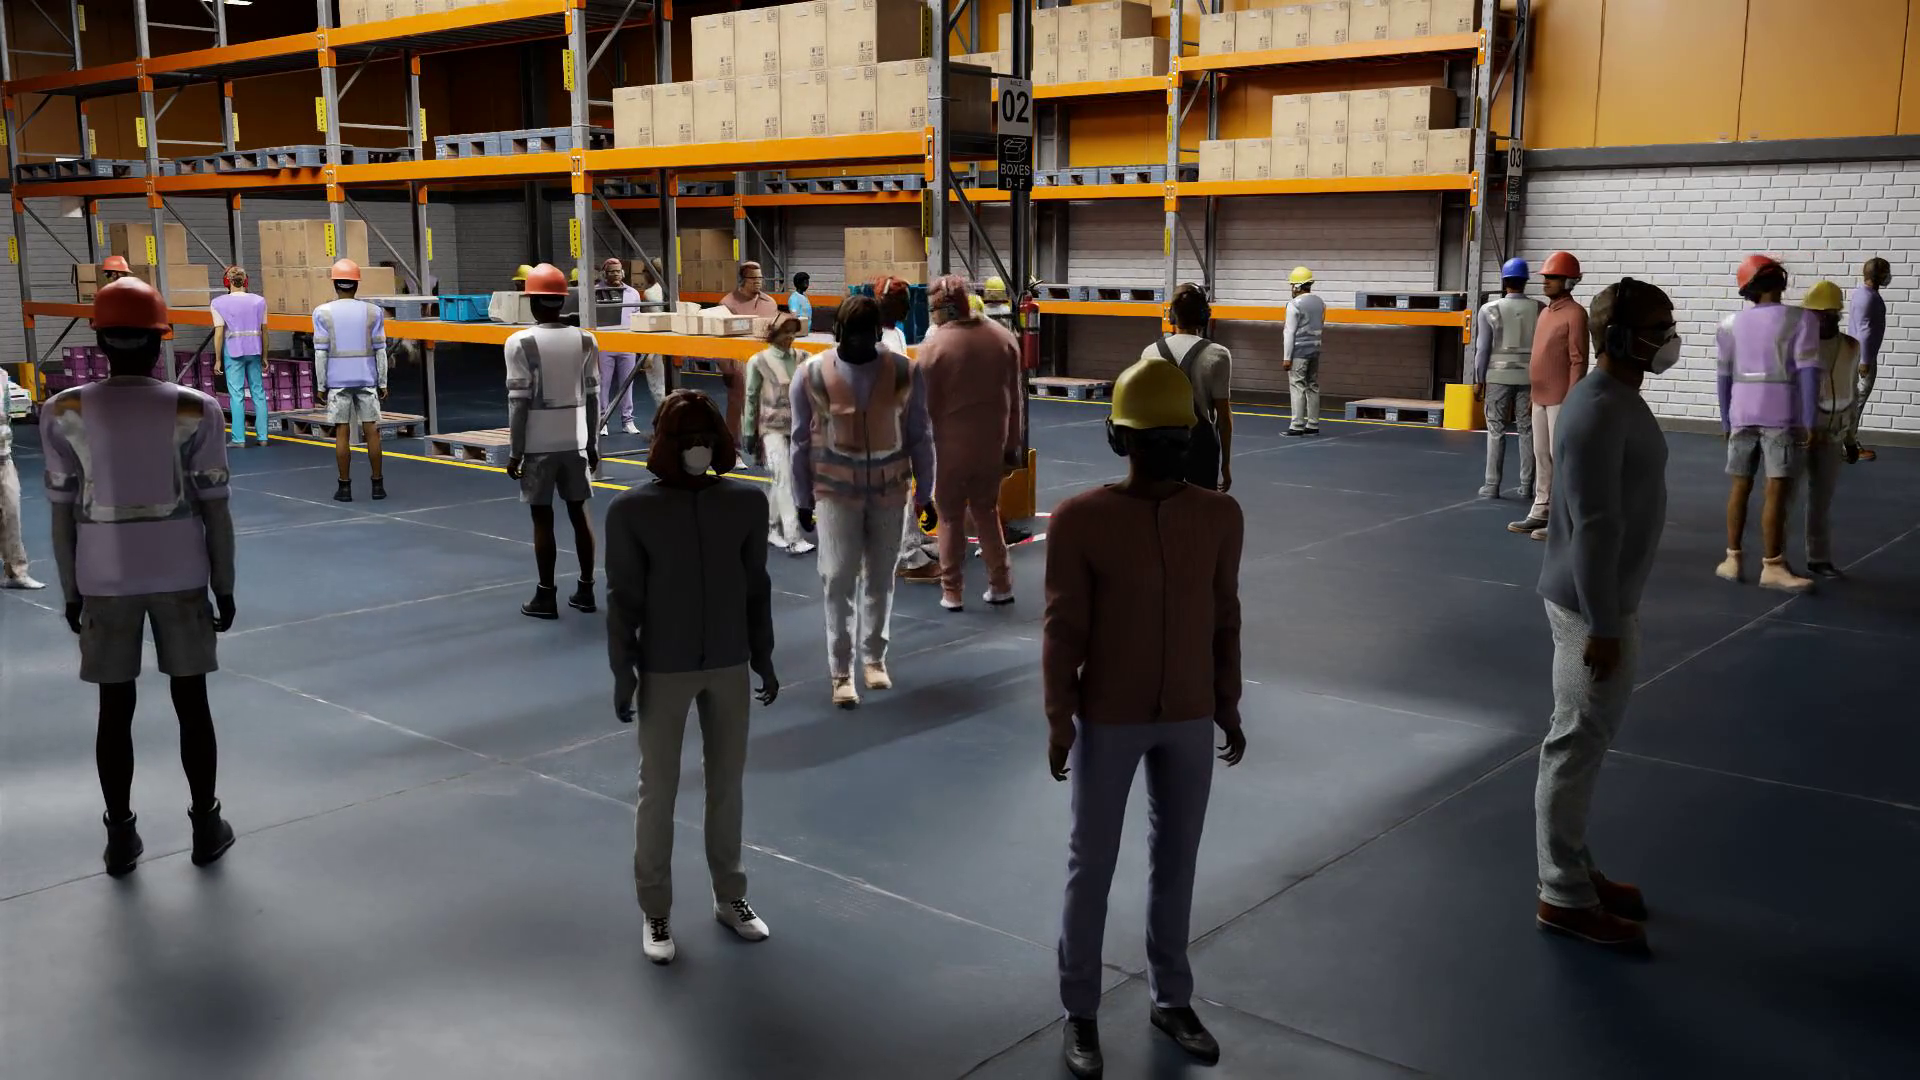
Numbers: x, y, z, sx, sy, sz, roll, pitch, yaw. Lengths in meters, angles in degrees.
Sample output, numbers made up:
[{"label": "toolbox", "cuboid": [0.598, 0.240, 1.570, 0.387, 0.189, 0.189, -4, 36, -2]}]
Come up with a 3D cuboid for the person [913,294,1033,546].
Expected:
[{"label": "person", "cuboid": [0.010, -0.804, 11.280, 0.941, 1.708, 0.538, 1, 10, 7]}]

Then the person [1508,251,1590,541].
[{"label": "person", "cuboid": [4.136, -0.999, 11.590, 0.372, 1.997, 0.622, -1, 10, -7]}]

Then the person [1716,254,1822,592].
[{"label": "person", "cuboid": [4.887, -0.702, 9.959, 0.419, 1.997, 0.790, -7, 12, -33]}]

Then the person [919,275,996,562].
[{"label": "person", "cuboid": [-0.025, -0.764, 10.700, 0.689, 1.843, 0.964, 9, 13, 41]}]

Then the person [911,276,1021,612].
[{"label": "person", "cuboid": [0.015, -0.512, 9.200, 0.672, 1.877, 0.475, -5, 11, -27]}]

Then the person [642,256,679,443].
[{"label": "person", "cuboid": [-3.116, -1.971, 17.292, 0.353, 1.937, 0.635, 2, 10, 12]}]

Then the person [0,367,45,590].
[{"label": "person", "cuboid": [-5.828, -0.495, 9.804, 0.675, 1.614, 0.520, 4, 11, 20]}]

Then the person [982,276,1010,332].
[{"label": "person", "cuboid": [0.387, -1.887, 17.410, 0.507, 1.717, 0.718, 2, 10, 12]}]

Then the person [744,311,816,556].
[{"label": "person", "cuboid": [-1.104, -0.695, 10.977, 0.504, 1.592, 0.843, -9, 13, -40]}]

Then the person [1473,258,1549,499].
[{"label": "person", "cuboid": [4.453, -1.296, 13.449, 0.605, 1.939, 0.411, 0, 10, 2]}]

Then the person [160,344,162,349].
[{"label": "person", "cuboid": [-12.195, -3.303, 25.031, 0.343, 1.882, 0.585, 9, 13, 42]}]

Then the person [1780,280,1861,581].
[{"label": "person", "cuboid": [5.186, -0.657, 10.123, 0.597, 1.831, 0.404, -1, 10, -5]}]

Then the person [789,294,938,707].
[{"label": "person", "cuboid": [-0.417, -0.175, 7.421, 0.640, 1.818, 0.733, -2, 10, -13]}]

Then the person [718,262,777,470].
[{"label": "person", "cuboid": [-1.916, -1.593, 15.274, 0.637, 1.899, 0.395, -9, 13, -40]}]

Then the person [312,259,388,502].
[{"label": "person", "cuboid": [-4.877, -1.274, 13.330, 0.553, 1.935, 0.362, -5, 11, -27]}]

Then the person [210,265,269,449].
[{"label": "person", "cuboid": [-7.244, -1.837, 16.793, 0.387, 1.846, 0.566, 8, 13, 40]}]

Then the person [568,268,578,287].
[{"label": "person", "cuboid": [-4.857, -2.604, 21.397, 0.315, 1.766, 0.523, 3, 10, 18]}]

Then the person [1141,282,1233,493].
[{"label": "person", "cuboid": [1.191, -0.422, 8.740, 0.506, 1.846, 0.344, 5, 11, 27]}]

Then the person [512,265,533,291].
[{"label": "person", "cuboid": [-4.806, -2.145, 18.578, 0.403, 1.835, 0.588, -7, 12, -34]}]

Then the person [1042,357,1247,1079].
[{"label": "person", "cuboid": [0.460, 0.437, 4.074, 0.535, 1.767, 0.315, -3, 10, -18]}]

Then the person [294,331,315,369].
[{"label": "person", "cuboid": [-10.873, -3.853, 27.717, 0.698, 2.000, 0.589, 4, 11, 22]}]

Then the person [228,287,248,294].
[{"label": "person", "cuboid": [-9.633, -2.696, 22.287, 0.507, 1.633, 0.278, -6, 11, -29]}]

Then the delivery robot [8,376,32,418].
[{"label": "delivery robot", "cuboid": [-10.925, -1.639, 19.076, 0.477, 0.478, 0.707, -9, 13, -42]}]

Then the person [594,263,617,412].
[{"label": "person", "cuboid": [-4.409, -2.478, 20.456, 0.846, 1.835, 0.543, 6, 12, 31]}]

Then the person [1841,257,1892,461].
[{"label": "person", "cuboid": [8.690, -1.738, 15.971, 0.357, 1.937, 0.638, 6, 11, 29]}]

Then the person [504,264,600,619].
[{"label": "person", "cuboid": [-2.240, -0.537, 9.129, 0.552, 1.936, 0.360, -9, 13, -41]}]

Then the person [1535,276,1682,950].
[{"label": "person", "cuboid": [1.900, 0.204, 4.909, 0.371, 1.941, 0.627, 4, 11, 23]}]

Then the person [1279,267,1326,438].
[{"label": "person", "cuboid": [3.663, -2.005, 17.831, 0.591, 1.823, 0.405, -9, 13, -42]}]

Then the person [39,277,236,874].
[{"label": "person", "cuboid": [-2.655, 0.117, 5.440, 0.539, 1.930, 0.382, -4, 11, -22]}]

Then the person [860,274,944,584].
[{"label": "person", "cuboid": [-0.342, -0.661, 10.054, 0.616, 1.874, 0.620, 2, 10, 14]}]

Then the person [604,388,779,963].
[{"label": "person", "cuboid": [-0.762, 0.379, 4.780, 0.507, 1.633, 0.278, -6, 12, -30]}]

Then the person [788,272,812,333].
[{"label": "person", "cuboid": [-2.222, -2.880, 23.165, 0.319, 1.694, 0.532, 2, 10, 12]}]

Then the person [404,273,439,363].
[{"label": "person", "cuboid": [-9.493, -4.055, 29.367, 0.599, 1.874, 0.991, -4, 11, -23]}]

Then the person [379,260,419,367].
[{"label": "person", "cuboid": [-9.599, -3.825, 28.209, 0.580, 1.823, 0.643, 1, 10, 6]}]

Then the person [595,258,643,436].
[{"label": "person", "cuboid": [-3.730, -2.083, 18.022, 0.638, 1.910, 0.407, -6, 12, -30]}]

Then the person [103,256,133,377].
[{"label": "person", "cuboid": [-9.558, -2.256, 18.929, 0.372, 1.933, 0.551, -7, 12, -35]}]
